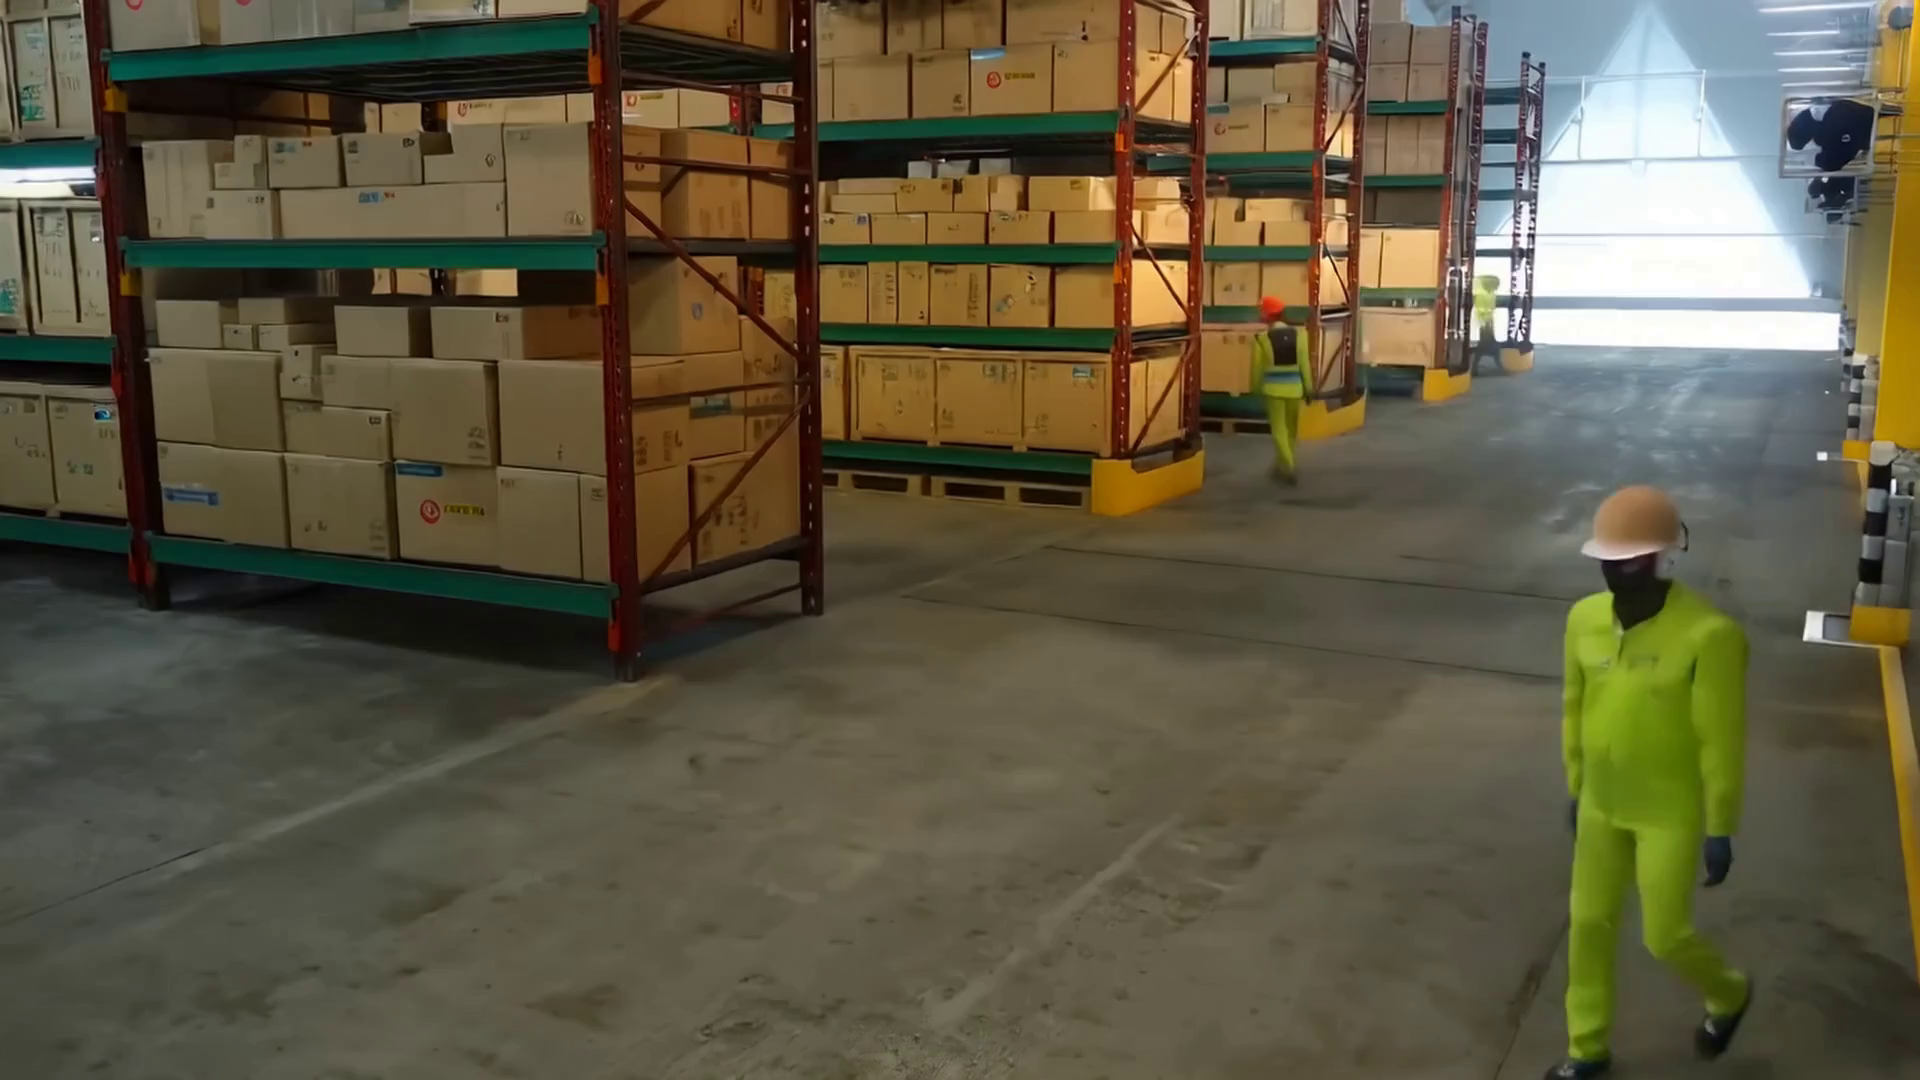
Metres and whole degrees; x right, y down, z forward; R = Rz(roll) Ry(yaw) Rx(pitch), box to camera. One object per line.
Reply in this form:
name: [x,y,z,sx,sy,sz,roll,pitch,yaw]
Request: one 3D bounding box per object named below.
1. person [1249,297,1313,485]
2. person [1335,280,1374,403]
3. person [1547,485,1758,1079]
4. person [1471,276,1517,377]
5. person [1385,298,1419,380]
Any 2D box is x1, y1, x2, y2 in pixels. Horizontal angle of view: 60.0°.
person: [3.244,-1.504,16.852,0.642,1.895,0.926,-3,10,-17]
person: [6.205,-3.076,25.832,0.773,1.914,0.662,4,11,23]
person: [1.927,0.691,4.582,0.639,1.726,0.584,-6,12,-32]
person: [10.039,-4.001,31.264,0.938,1.893,0.554,2,10,13]
person: [8.130,-3.726,30.531,0.535,1.585,0.872,-5,11,-28]
